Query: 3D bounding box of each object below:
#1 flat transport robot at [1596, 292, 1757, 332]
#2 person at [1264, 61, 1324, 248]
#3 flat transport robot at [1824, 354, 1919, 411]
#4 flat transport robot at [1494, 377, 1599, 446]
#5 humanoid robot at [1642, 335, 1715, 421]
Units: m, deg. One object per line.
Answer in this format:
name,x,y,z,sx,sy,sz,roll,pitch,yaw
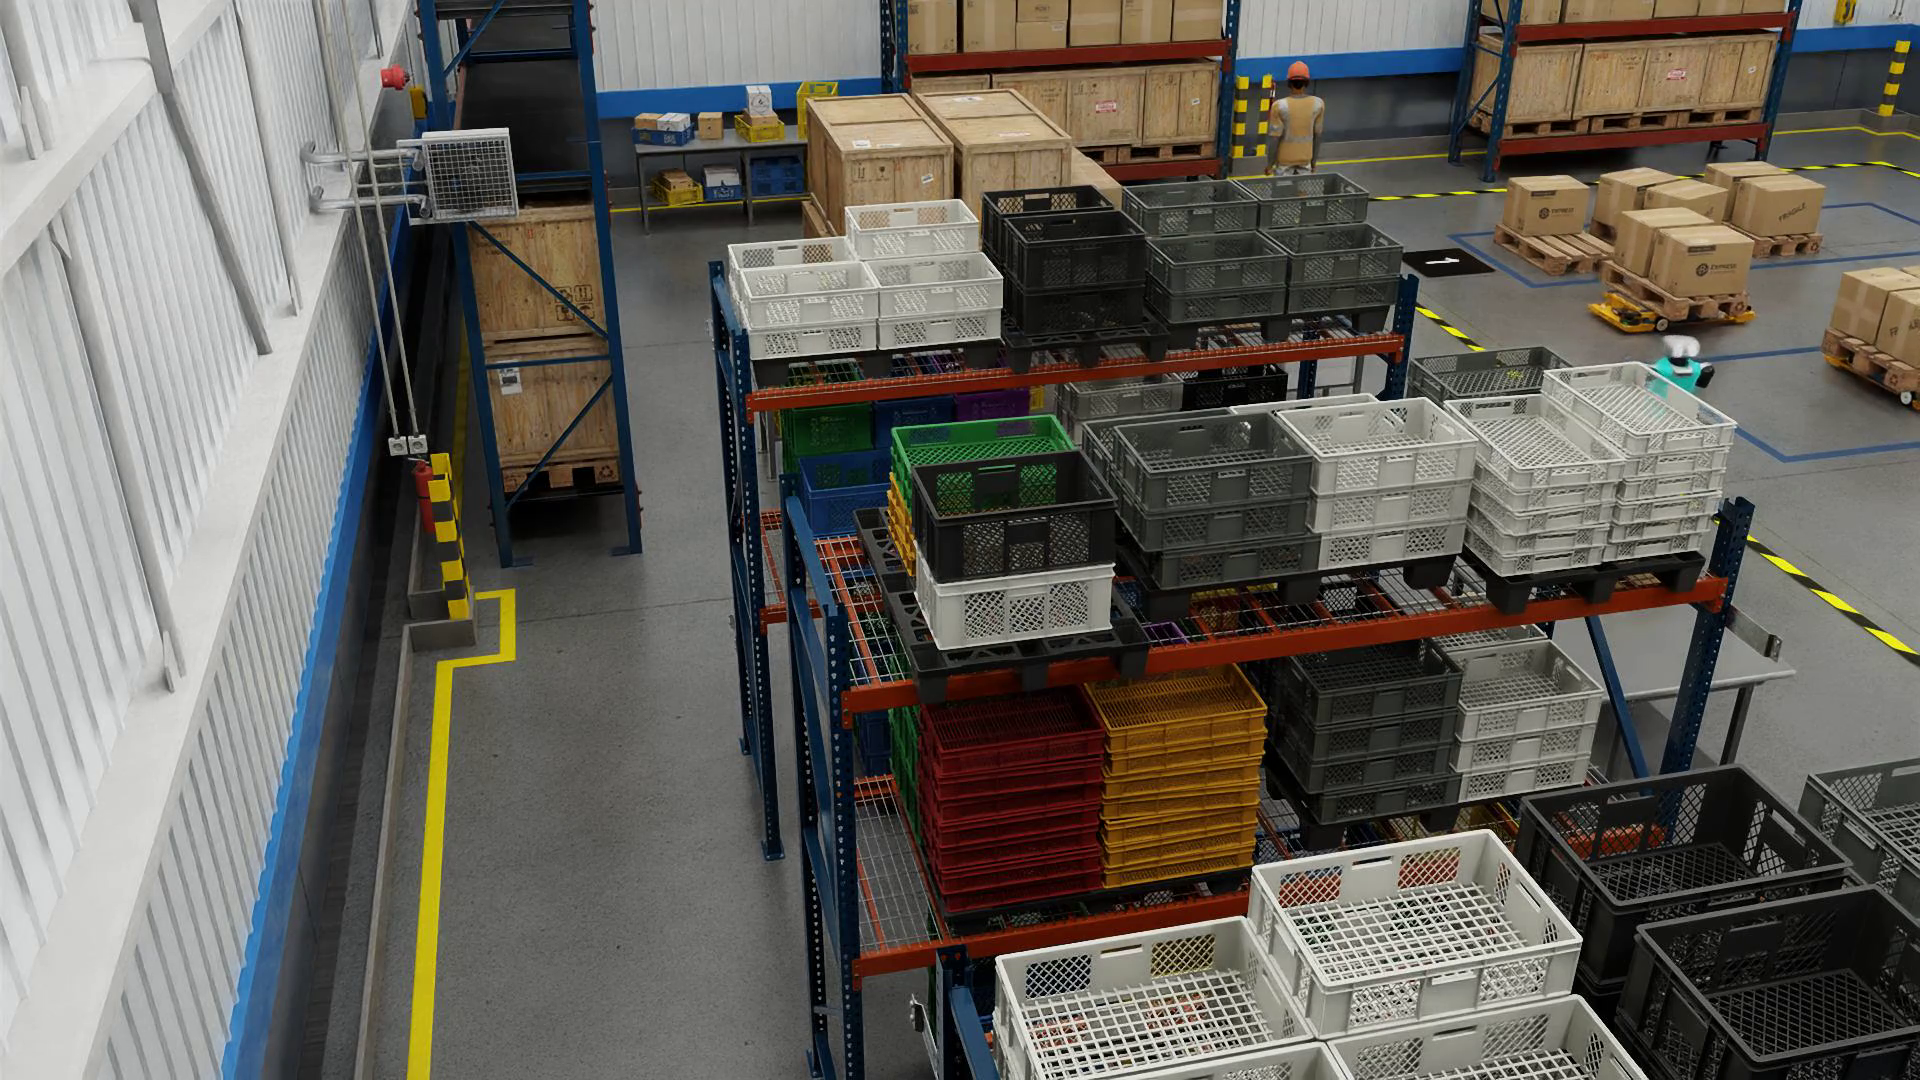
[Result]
flat transport robot,7.024,-2.303,16.387,1.431,0.197,0.652,-6,28,-12
person,3.587,-4.129,17.986,0.604,2.037,0.390,-6,28,-11
flat transport robot,8.473,-1.467,14.800,0.652,0.197,1.431,-6,28,-12
flat transport robot,4.780,-1.036,14.013,0.659,0.231,1.431,-6,28,-12
humanoid robot,4.812,-0.693,11.820,0.534,1.792,0.810,-3,28,-6
